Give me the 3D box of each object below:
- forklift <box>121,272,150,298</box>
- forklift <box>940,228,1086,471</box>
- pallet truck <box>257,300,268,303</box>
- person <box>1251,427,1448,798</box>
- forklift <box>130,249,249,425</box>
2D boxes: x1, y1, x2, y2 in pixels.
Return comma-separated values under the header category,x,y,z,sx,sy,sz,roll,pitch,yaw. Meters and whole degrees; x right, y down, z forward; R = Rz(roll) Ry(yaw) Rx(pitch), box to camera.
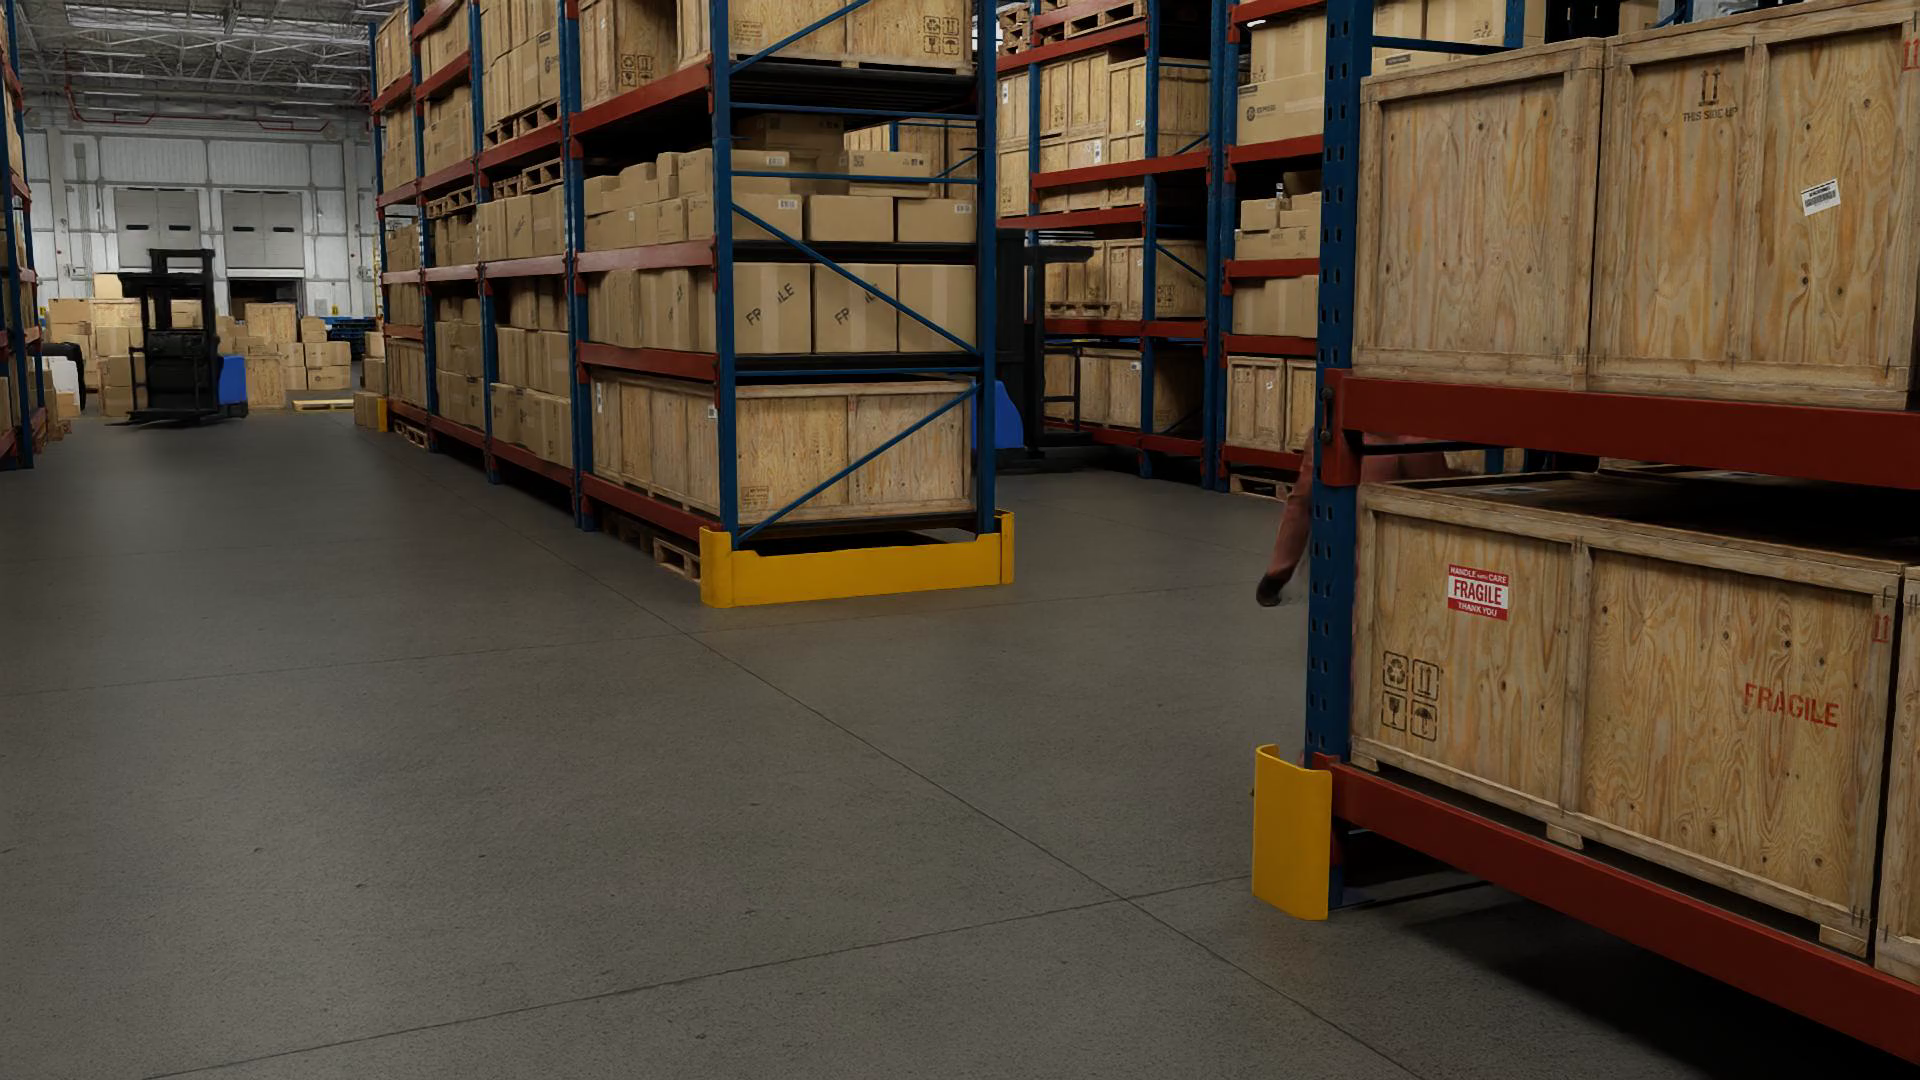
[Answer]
category,x,y,z,sx,sy,sz,roll,pitch,yaw
forklift,-24.911,-6.719,50.418,1.129,2.768,1.873,4,9,26
forklift,0.392,-2.215,19.359,1.873,2.768,1.129,-4,9,-26
pallet truck,-23.913,-7.404,58.171,1.885,1.965,0.823,-1,8,-9
person,1.512,0.155,6.533,1.030,1.848,0.652,-4,9,-27
forklift,-12.483,-3.307,26.893,1.129,2.768,1.873,0,8,2
